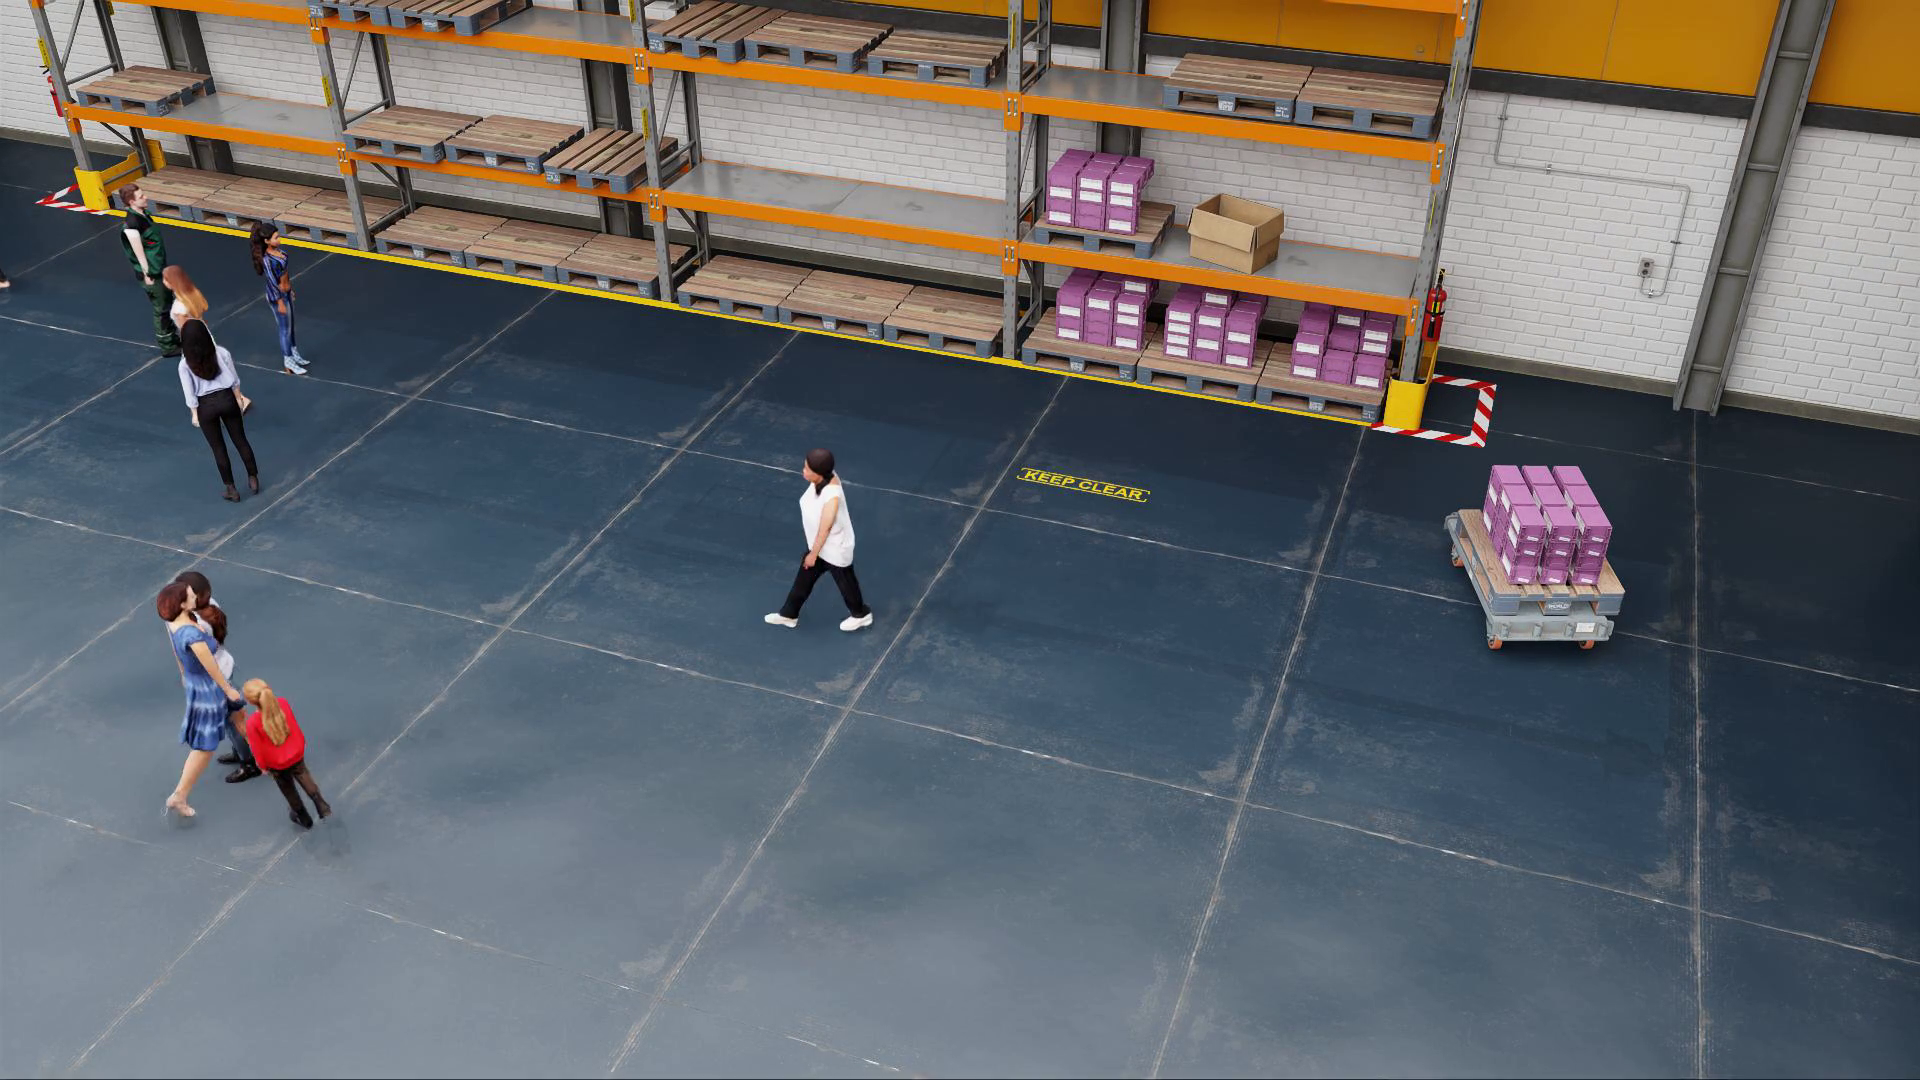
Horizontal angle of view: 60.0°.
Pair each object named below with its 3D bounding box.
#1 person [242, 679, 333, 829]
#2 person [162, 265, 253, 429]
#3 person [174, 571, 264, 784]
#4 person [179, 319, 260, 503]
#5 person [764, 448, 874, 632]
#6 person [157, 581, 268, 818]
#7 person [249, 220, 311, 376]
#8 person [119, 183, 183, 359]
[{"bbox_3d":[-4.481,1.460,11.095,0.676,1.269,0.587,27,42,34],"label":"person"},{"bbox_3d":[-7.090,-1.807,15.633,0.906,1.687,0.715,3,34,4],"label":"person"},{"bbox_3d":[-5.108,0.937,11.474,0.767,1.721,0.735,-7,34,-10],"label":"person"},{"bbox_3d":[-6.507,-1.140,14.579,0.728,1.743,0.709,-29,43,-36],"label":"person"},{"bbox_3d":[-0.957,0.036,12.897,1.179,1.646,1.051,-9,35,-14],"label":"person"},{"bbox_3d":[-5.117,1.101,11.182,1.084,1.770,1.176,-25,41,-32],"label":"person"},{"bbox_3d":[-6.796,-2.432,16.630,0.705,1.624,0.693,-5,34,-7],"label":"person"},{"bbox_3d":[-8.214,-2.748,16.909,0.749,1.842,0.725,-7,34,-11],"label":"person"}]
